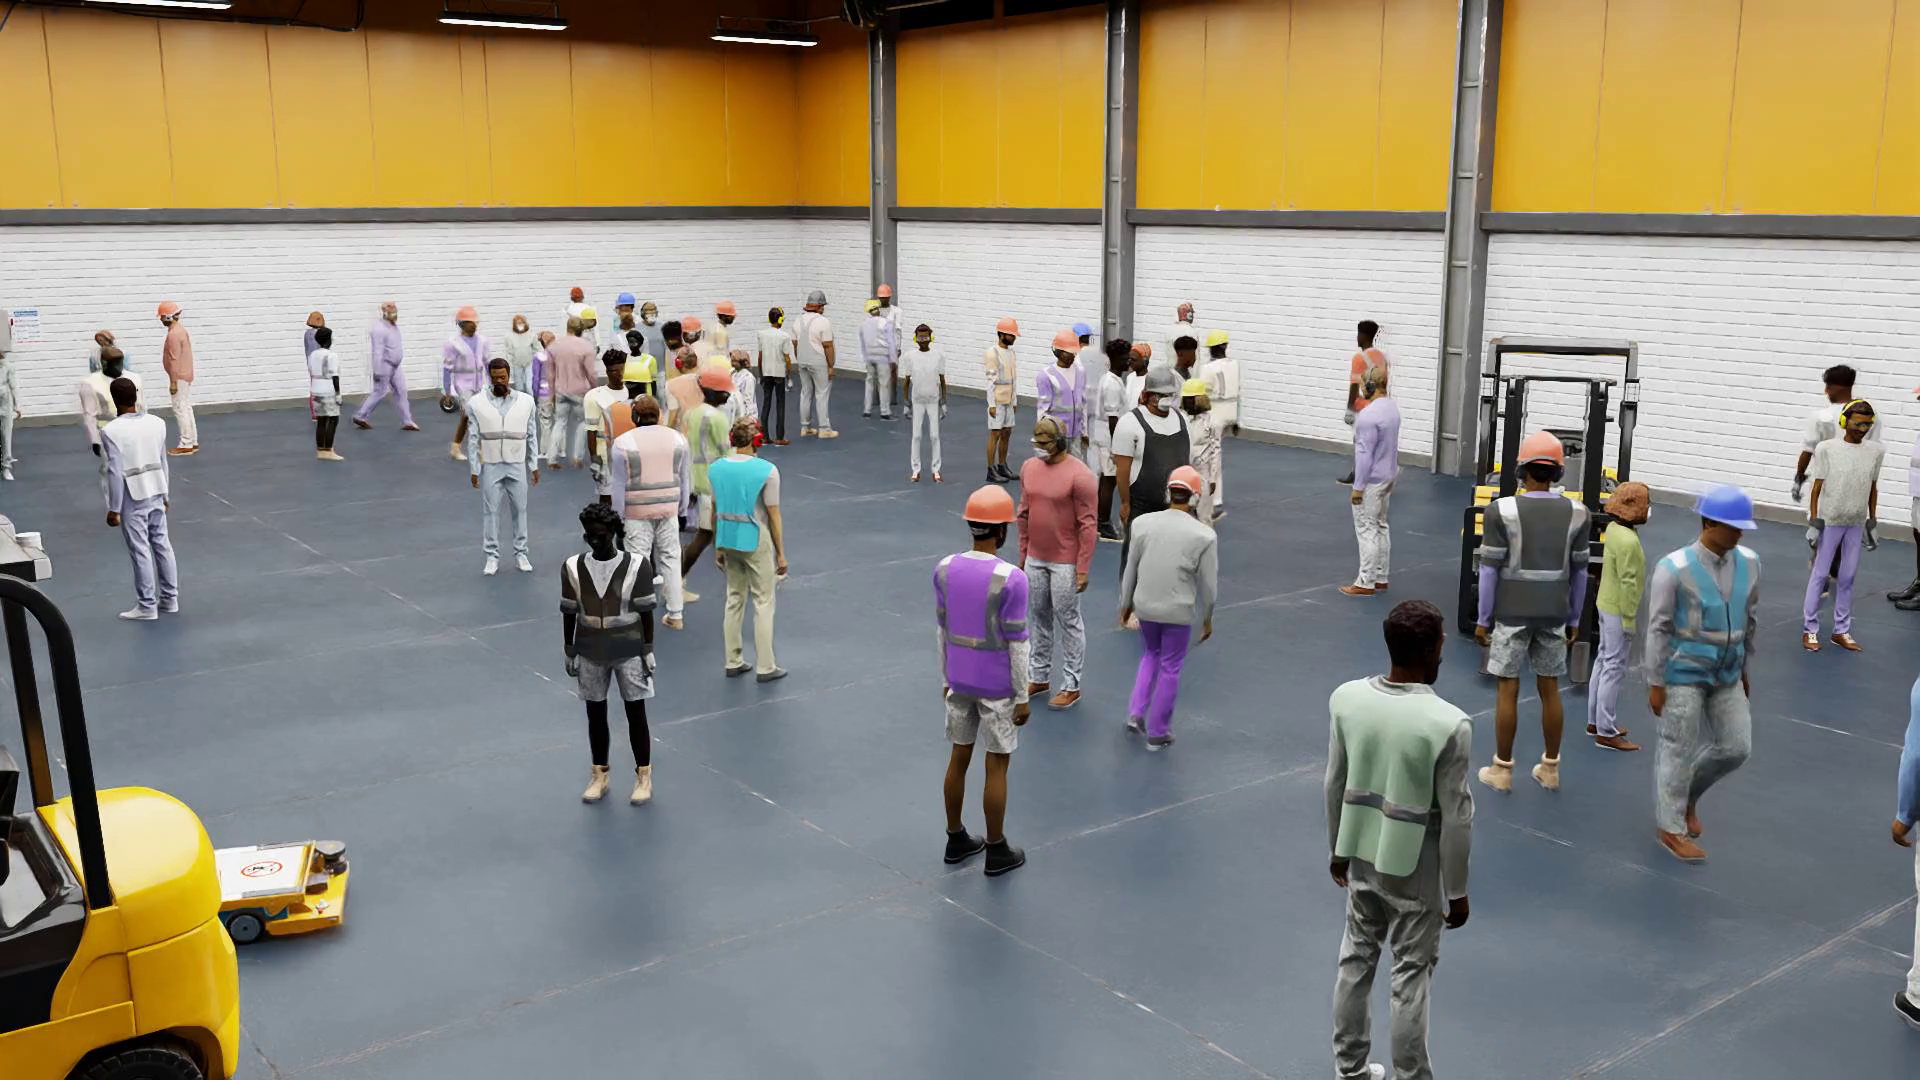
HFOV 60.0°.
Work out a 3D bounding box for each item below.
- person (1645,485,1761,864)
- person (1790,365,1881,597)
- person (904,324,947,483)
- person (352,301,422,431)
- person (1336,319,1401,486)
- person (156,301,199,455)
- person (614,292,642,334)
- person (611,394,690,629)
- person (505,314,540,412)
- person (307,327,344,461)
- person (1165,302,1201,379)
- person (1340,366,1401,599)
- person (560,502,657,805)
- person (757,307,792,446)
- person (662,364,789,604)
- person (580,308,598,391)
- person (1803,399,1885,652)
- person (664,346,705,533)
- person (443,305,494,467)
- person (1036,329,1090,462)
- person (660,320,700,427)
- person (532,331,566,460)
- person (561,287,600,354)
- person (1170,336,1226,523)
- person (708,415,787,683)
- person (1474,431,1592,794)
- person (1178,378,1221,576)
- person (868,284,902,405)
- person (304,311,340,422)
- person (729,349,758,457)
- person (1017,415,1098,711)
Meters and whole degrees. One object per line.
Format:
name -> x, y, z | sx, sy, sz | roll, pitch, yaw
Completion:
person -> 3.696, 0.667, 8.284 | 0.640, 1.926, 0.440 | -3, 12, -16
person -> 7.324, -0.523, 14.061 | 0.644, 1.918, 0.808 | 0, 12, -2
person -> -0.404, -1.591, 19.369 | 0.512, 1.861, 0.325 | 0, 12, -1
person -> -8.185, -2.462, 23.589 | 0.911, 1.860, 0.695 | 2, 12, 11
person -> 4.661, -1.524, 18.825 | 0.783, 1.945, 0.610 | 10, 15, 40
person -> -10.097, -2.089, 21.466 | 0.405, 1.982, 0.632 | -3, 12, -14
person -> -4.755, -2.596, 23.995 | 0.400, 1.945, 0.615 | -8, 14, -33
person -> -2.366, -0.202, 12.716 | 0.623, 1.835, 0.429 | -7, 14, -32
person -> -6.498, -2.581, 24.761 | 0.509, 1.597, 0.620 | -3, 12, -15
person -> -7.999, -1.840, 20.987 | 0.568, 1.687, 0.350 | 8, 14, 32
person -> 3.012, -2.214, 22.243 | 0.408, 1.913, 0.644 | -6, 13, -28
person -> 3.447, -0.482, 13.842 | 0.367, 1.927, 0.639 | 8, 14, 34
person -> -1.922, 0.618, 9.118 | 0.539, 1.686, 0.321 | 1, 12, 3
person -> -2.468, -2.177, 22.213 | 0.523, 1.856, 0.341 | 5, 13, 22
person -> -1.979, -0.463, 13.673 | 1.108, 1.960, 0.605 | -5, 13, -21
person -> -5.269, -2.425, 23.666 | 0.308, 1.744, 0.485 | -1, 12, -2
person -> 6.467, -0.104, 12.172 | 0.507, 1.865, 0.329 | 0, 12, 1
person -> -2.660, -0.988, 16.481 | 0.384, 1.845, 0.565 | 11, 16, 44
person -> -6.078, -1.906, 20.589 | 1.050, 1.995, 0.624 | 7, 14, 32
person -> 1.037, -1.061, 16.404 | 0.612, 2.029, 0.407 | -9, 15, -38
person -> -3.211, -1.564, 19.079 | 0.582, 1.920, 0.668 | -11, 16, -44
person -> -5.190, -1.834, 21.087 | 0.323, 1.630, 0.520 | 10, 15, 39
person -> -6.216, -3.207, 27.227 | 0.603, 1.826, 1.025 | -3, 12, -16
person -> 2.280, -1.127, 16.982 | 0.984, 1.912, 0.619 | 6, 13, 27
person -> -1.467, 0.069, 11.409 | 0.580, 1.832, 0.403 | 7, 13, 30
person -> 3.186, 0.405, 9.324 | 0.612, 2.033, 0.445 | 0, 12, -2
person -> 2.042, -0.554, 14.634 | 0.491, 1.744, 0.295 | 8, 14, 33
person -> -1.190, -3.105, 26.518 | 0.539, 1.929, 0.387 | -1, 12, -4
person -> -9.468, -2.561, 24.594 | 0.500, 1.633, 0.281 | 7, 14, 31
person -> -2.424, -1.321, 18.616 | 0.314, 1.629, 0.509 | -7, 14, -31
person -> 0.615, 0.140, 10.824 | 0.378, 1.932, 0.629 | -11, 16, -43
